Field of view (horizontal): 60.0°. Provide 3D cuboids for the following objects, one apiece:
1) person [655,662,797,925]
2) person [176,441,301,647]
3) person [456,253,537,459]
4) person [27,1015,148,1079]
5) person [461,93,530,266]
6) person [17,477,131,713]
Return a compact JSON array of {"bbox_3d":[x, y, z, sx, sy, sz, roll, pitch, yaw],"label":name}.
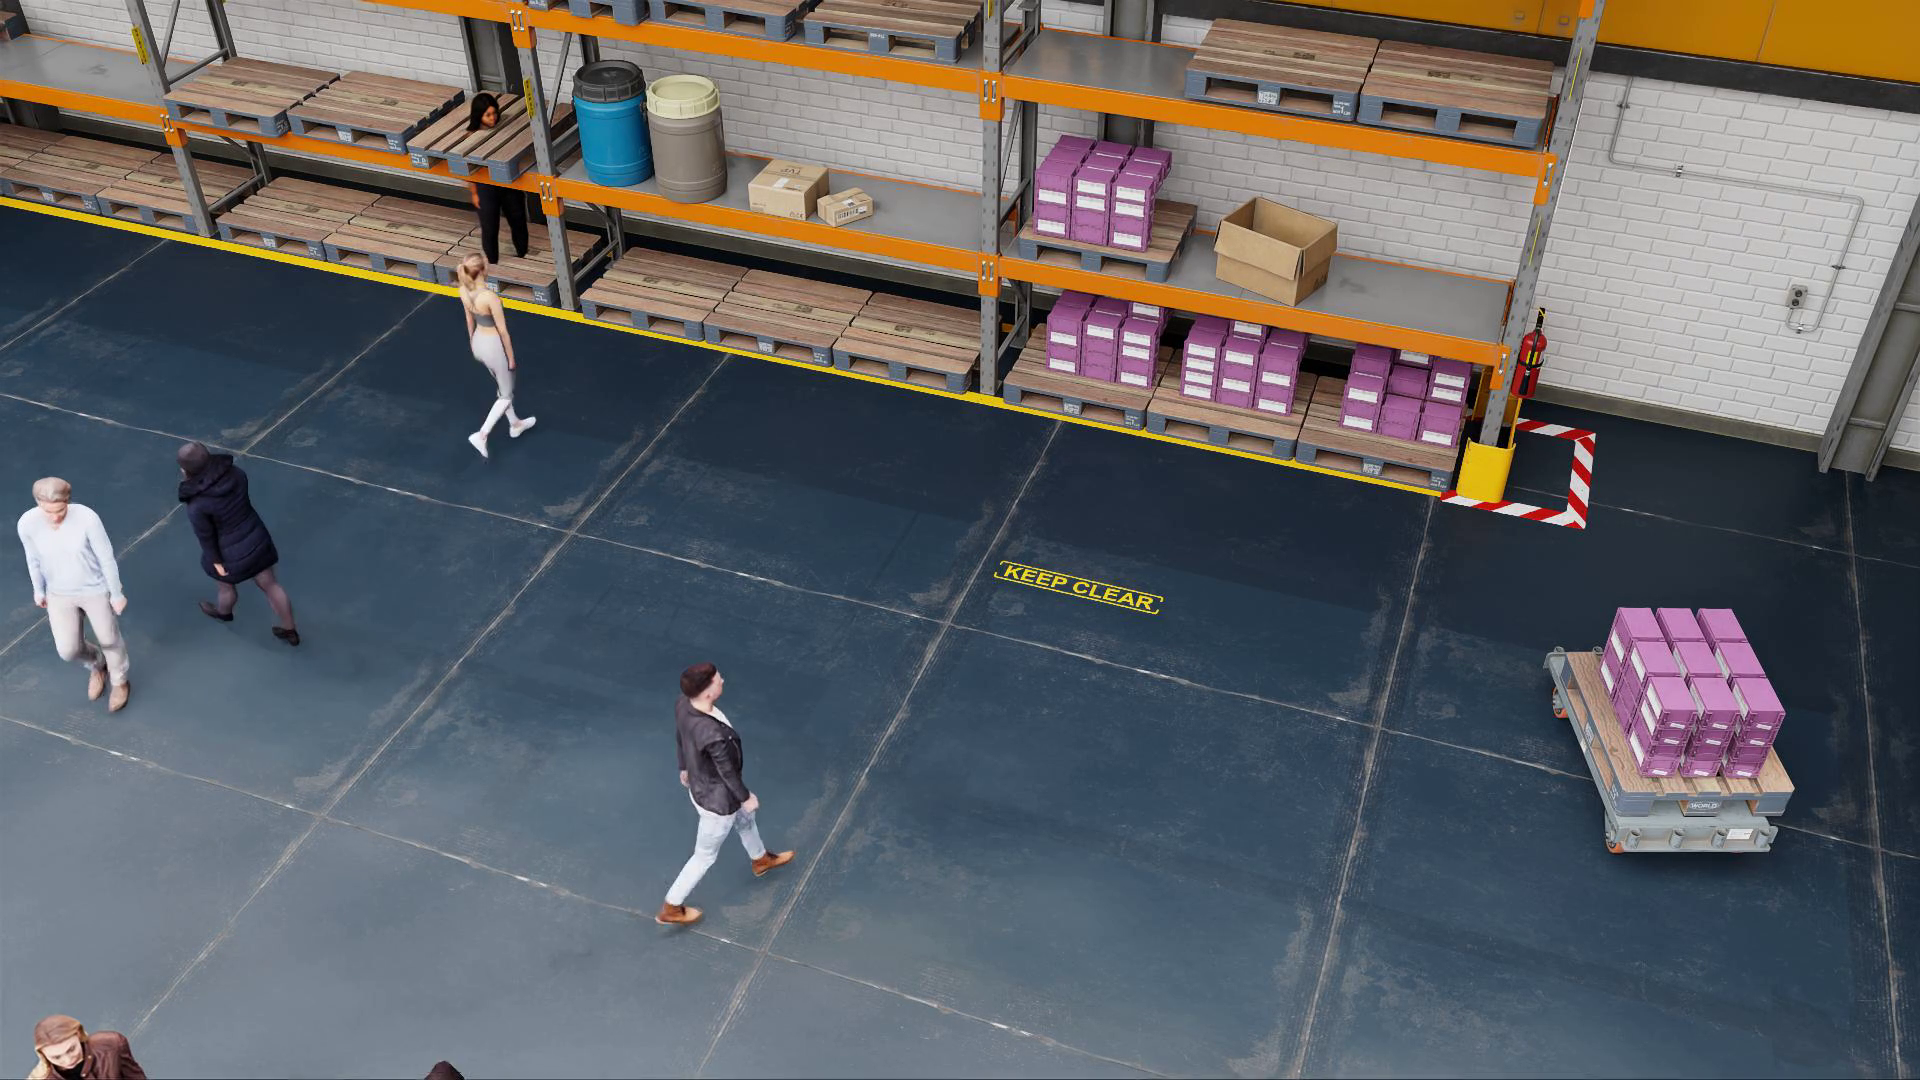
[{"bbox_3d":[-1.421,1.431,9.138,1.193,1.812,1.152,-18,42,-21],"label":"person"},{"bbox_3d":[-4.715,0.061,10.996,1.054,1.635,0.747,19,42,22],"label":"person"},{"bbox_3d":[-3.647,-1.404,12.788,0.957,1.686,0.746,20,43,23],"label":"person"},{"bbox_3d":[-3.895,2.705,7.630,0.644,1.703,0.674,32,48,33],"label":"person"},{"bbox_3d":[-4.134,-3.145,14.866,0.776,1.815,0.811,-23,44,-26],"label":"person"},{"bbox_3d":[-5.540,0.276,10.549,0.827,1.857,0.930,-3,39,-4],"label":"person"}]
